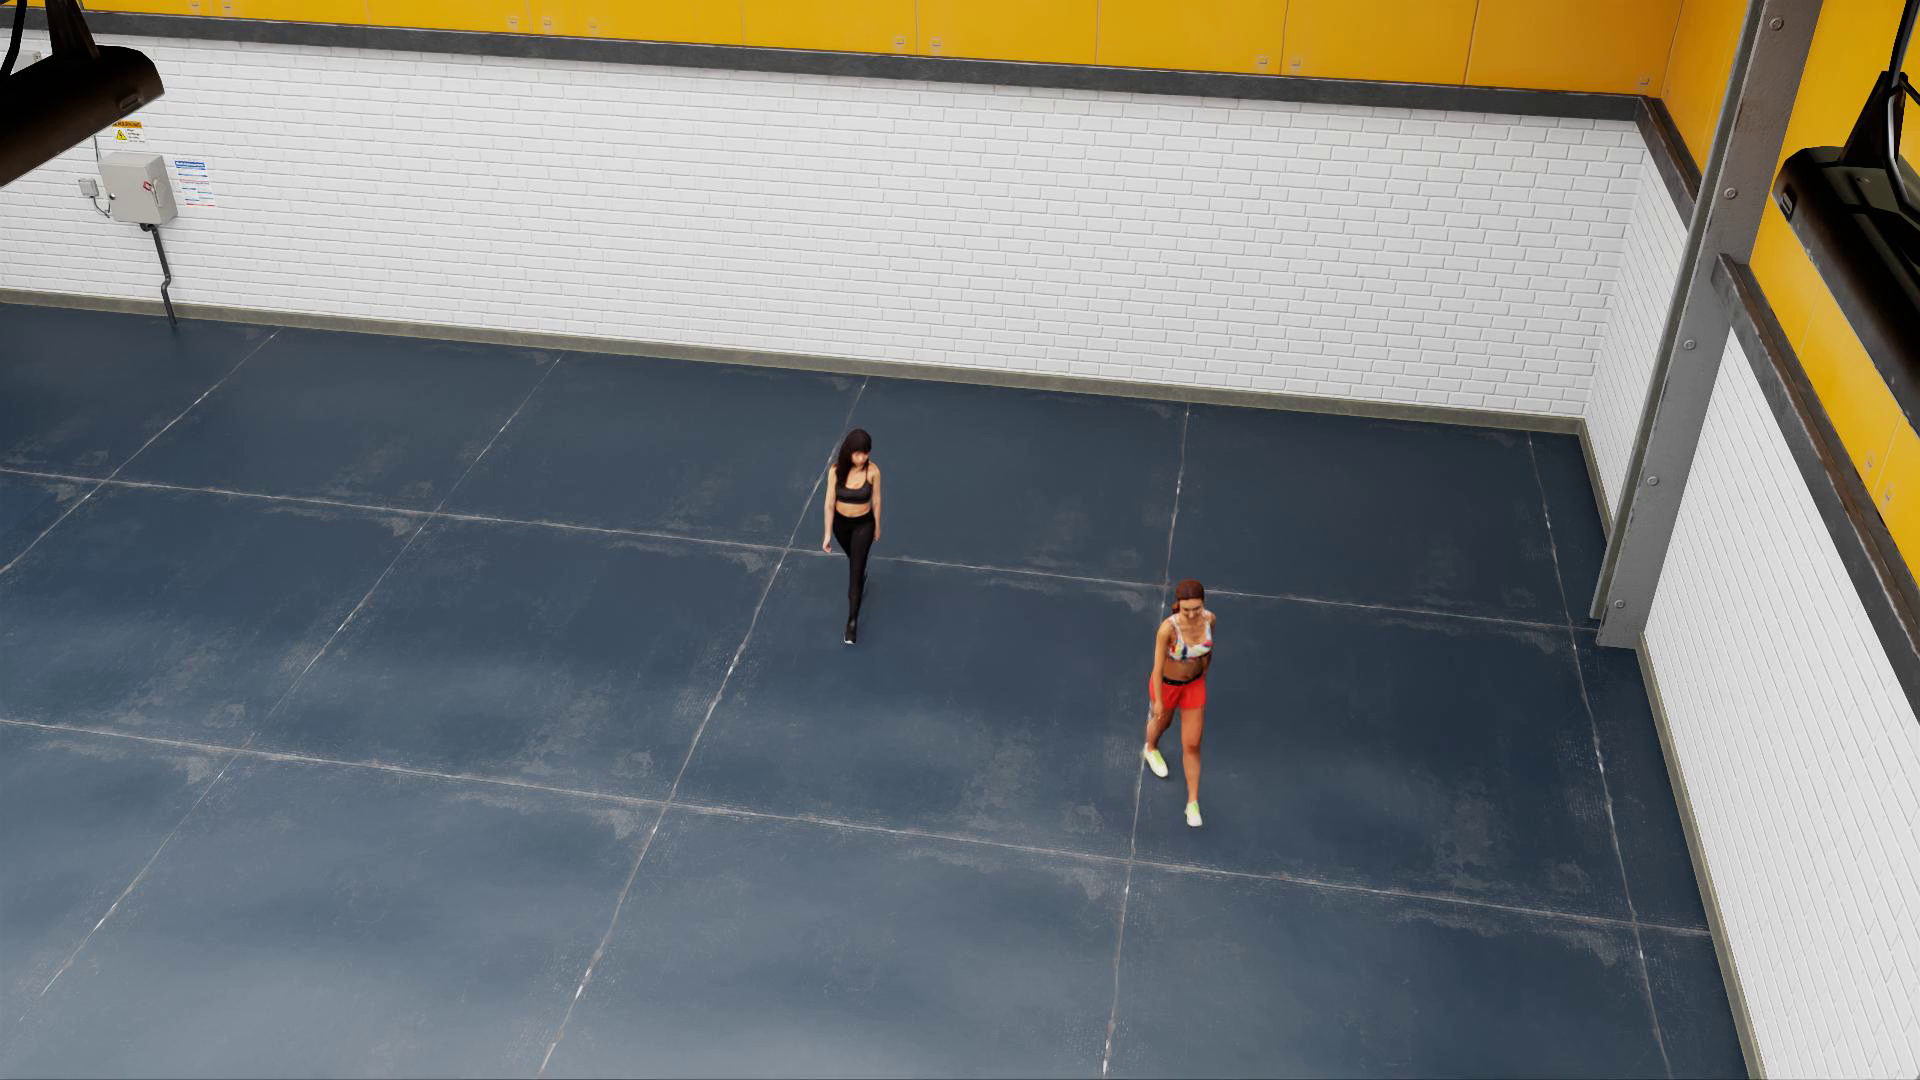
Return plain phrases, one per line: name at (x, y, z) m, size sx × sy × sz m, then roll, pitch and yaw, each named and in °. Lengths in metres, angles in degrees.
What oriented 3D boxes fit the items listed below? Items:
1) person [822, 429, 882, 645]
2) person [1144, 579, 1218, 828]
person at (-0.768, -0.138, 12.087) m, size 0.582 × 1.594 × 1.117 m, roll 4°, pitch 34°, yaw 5°
person at (1.342, 0.871, 10.431) m, size 0.915 × 1.748 × 1.167 m, roll -12°, pitch 35°, yaw -18°
